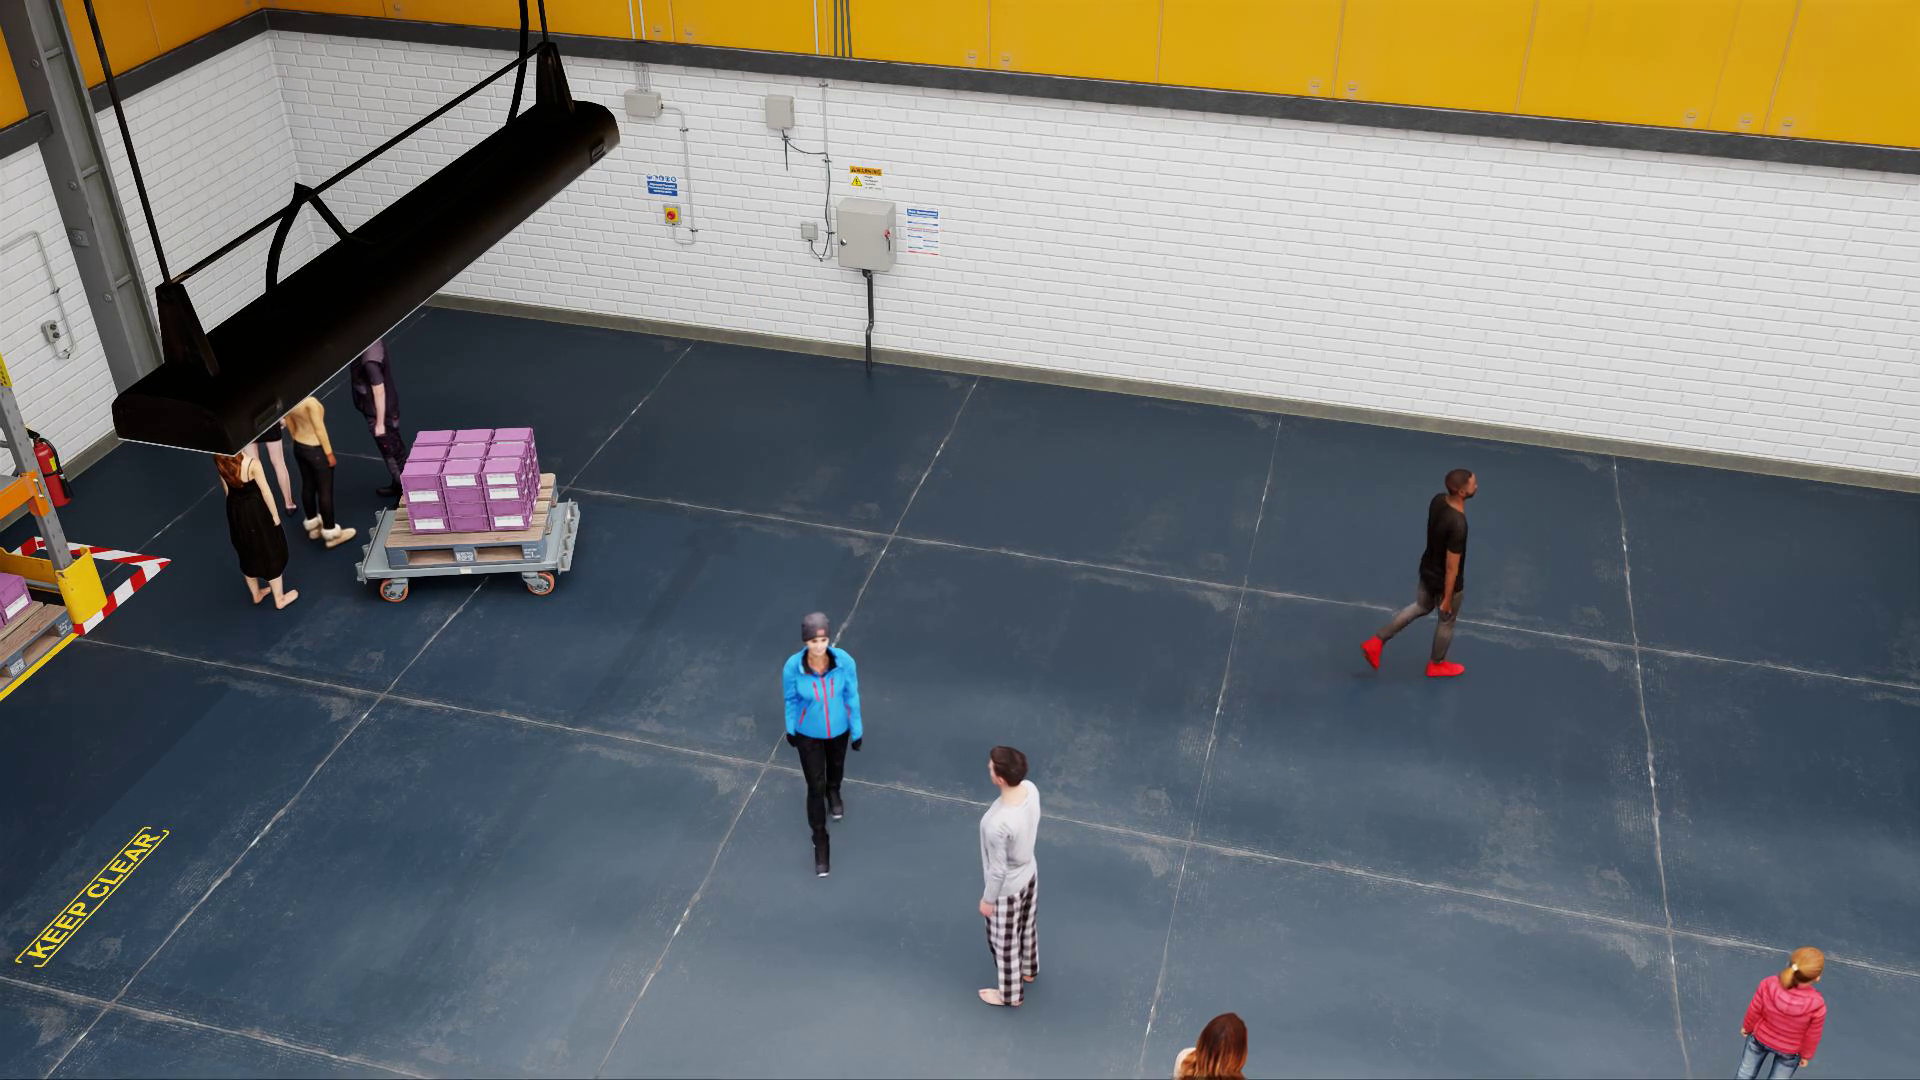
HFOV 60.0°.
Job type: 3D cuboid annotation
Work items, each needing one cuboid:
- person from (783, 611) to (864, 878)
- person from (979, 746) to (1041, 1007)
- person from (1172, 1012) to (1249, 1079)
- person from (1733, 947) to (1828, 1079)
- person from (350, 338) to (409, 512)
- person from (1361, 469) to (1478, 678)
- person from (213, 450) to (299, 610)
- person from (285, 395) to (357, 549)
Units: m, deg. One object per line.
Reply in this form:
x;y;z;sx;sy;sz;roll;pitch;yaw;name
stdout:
-0.863;1.177;10.600;0.911;1.754;1.163;-4;34;-6;person
0.287;1.908;9.416;0.734;1.847;0.566;17;37;24;person
1.169;2.916;7.951;0.674;1.790;0.681;29;43;36;person
4.305;2.655;8.774;0.586;1.314;0.606;25;41;32;person
-4.844;-1.086;13.923;0.858;1.845;0.753;-12;35;-17;person
3.353;0.264;11.944;1.006;1.787;1.083;-6;34;-9;person
-5.464;-0.193;12.780;0.554;1.623;0.556;7;34;11;person
-5.294;-0.727;13.555;0.677;1.654;0.663;20;38;27;person
